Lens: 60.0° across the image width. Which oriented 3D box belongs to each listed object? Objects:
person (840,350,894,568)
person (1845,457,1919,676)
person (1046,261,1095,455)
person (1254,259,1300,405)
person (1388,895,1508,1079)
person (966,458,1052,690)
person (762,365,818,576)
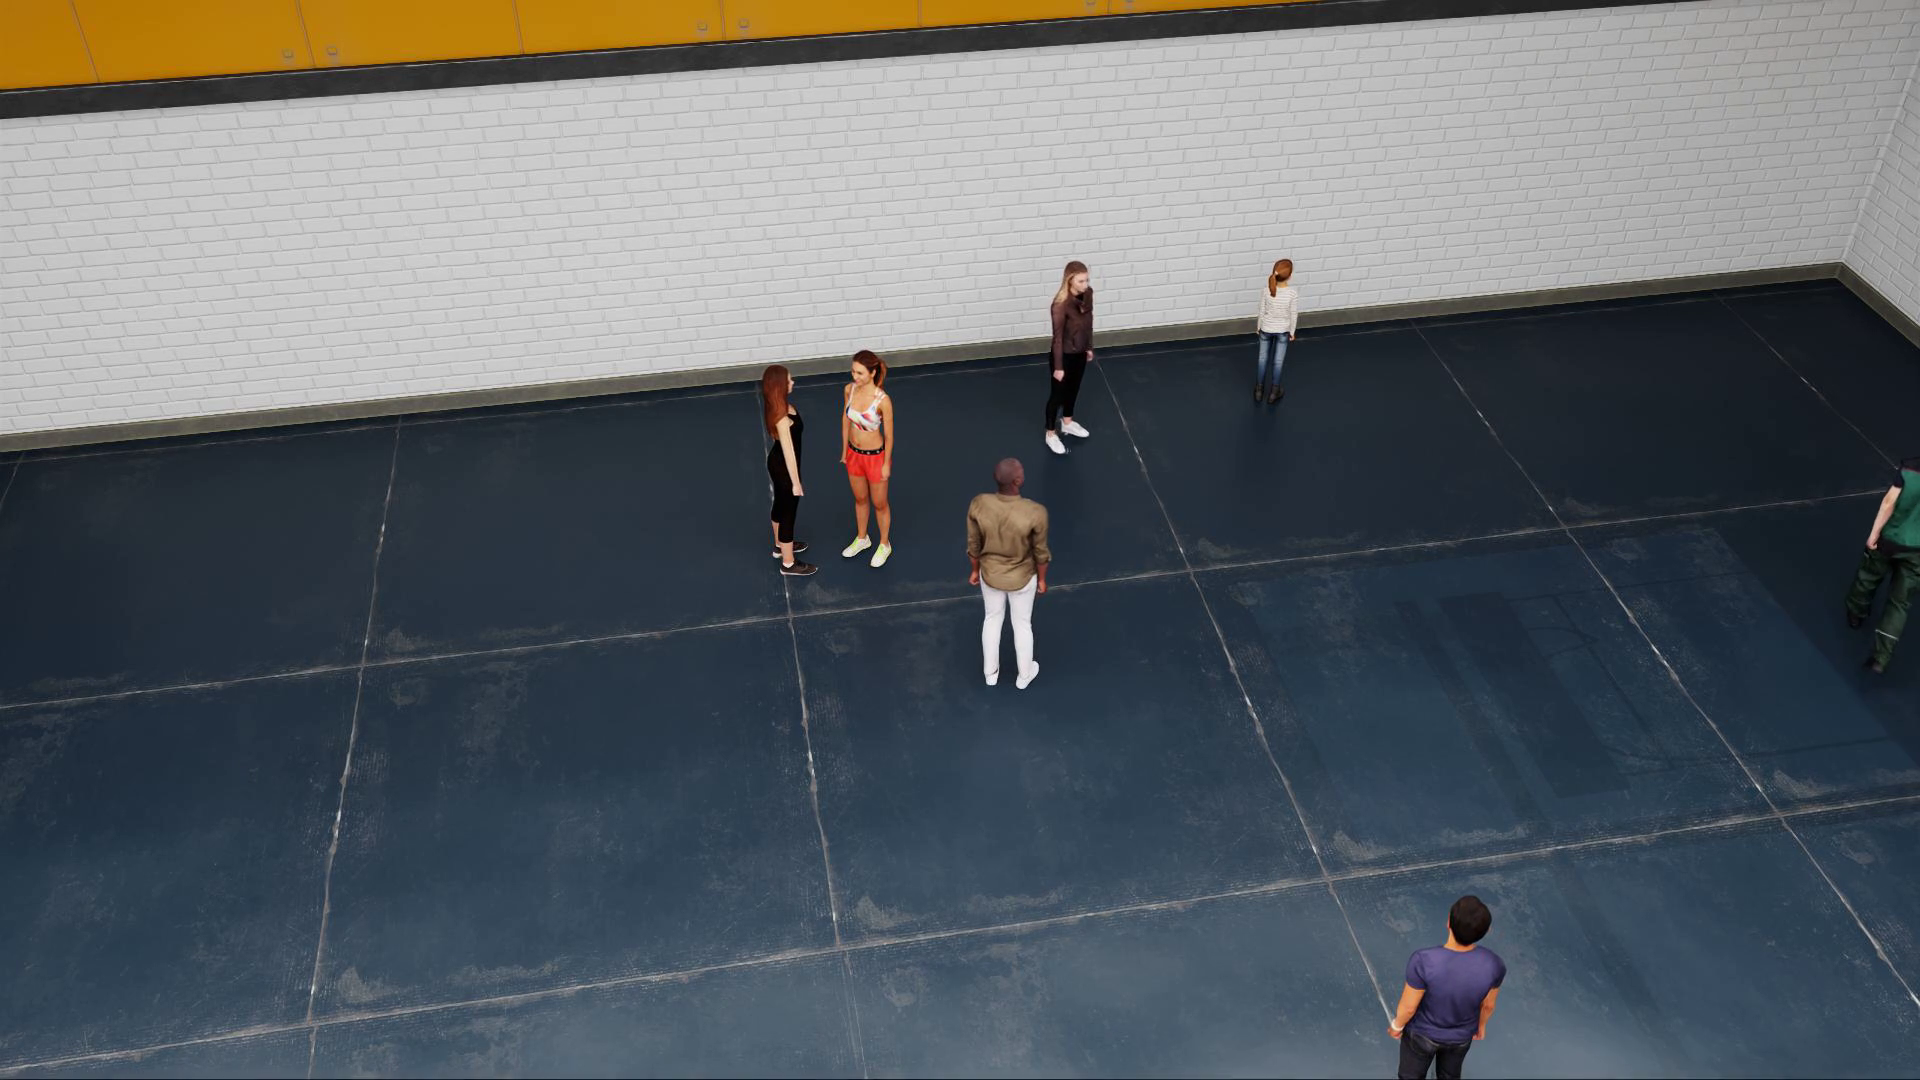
[{"bbox_3d":[-0.660,-0.605,12.059,0.678,1.791,0.732,21,43,24],"label":"person"},{"bbox_3d":[6.366,0.068,11.154,1.096,1.869,1.311,14,41,16],"label":"person"},{"bbox_3d":[0.866,-1.488,13.240,0.723,1.698,0.693,26,45,29],"label":"person"},{"bbox_3d":[2.623,-1.747,13.870,0.555,1.316,0.594,14,41,16],"label":"person"},{"bbox_3d":[2.388,2.421,8.271,0.674,1.791,0.570,-1,39,-2],"label":"person"},{"bbox_3d":[0.317,0.238,10.977,0.796,1.824,0.750,9,40,11],"label":"person"},{"bbox_3d":[-1.270,-0.518,12.003,0.658,1.726,0.478,-11,40,-13],"label":"person"}]
